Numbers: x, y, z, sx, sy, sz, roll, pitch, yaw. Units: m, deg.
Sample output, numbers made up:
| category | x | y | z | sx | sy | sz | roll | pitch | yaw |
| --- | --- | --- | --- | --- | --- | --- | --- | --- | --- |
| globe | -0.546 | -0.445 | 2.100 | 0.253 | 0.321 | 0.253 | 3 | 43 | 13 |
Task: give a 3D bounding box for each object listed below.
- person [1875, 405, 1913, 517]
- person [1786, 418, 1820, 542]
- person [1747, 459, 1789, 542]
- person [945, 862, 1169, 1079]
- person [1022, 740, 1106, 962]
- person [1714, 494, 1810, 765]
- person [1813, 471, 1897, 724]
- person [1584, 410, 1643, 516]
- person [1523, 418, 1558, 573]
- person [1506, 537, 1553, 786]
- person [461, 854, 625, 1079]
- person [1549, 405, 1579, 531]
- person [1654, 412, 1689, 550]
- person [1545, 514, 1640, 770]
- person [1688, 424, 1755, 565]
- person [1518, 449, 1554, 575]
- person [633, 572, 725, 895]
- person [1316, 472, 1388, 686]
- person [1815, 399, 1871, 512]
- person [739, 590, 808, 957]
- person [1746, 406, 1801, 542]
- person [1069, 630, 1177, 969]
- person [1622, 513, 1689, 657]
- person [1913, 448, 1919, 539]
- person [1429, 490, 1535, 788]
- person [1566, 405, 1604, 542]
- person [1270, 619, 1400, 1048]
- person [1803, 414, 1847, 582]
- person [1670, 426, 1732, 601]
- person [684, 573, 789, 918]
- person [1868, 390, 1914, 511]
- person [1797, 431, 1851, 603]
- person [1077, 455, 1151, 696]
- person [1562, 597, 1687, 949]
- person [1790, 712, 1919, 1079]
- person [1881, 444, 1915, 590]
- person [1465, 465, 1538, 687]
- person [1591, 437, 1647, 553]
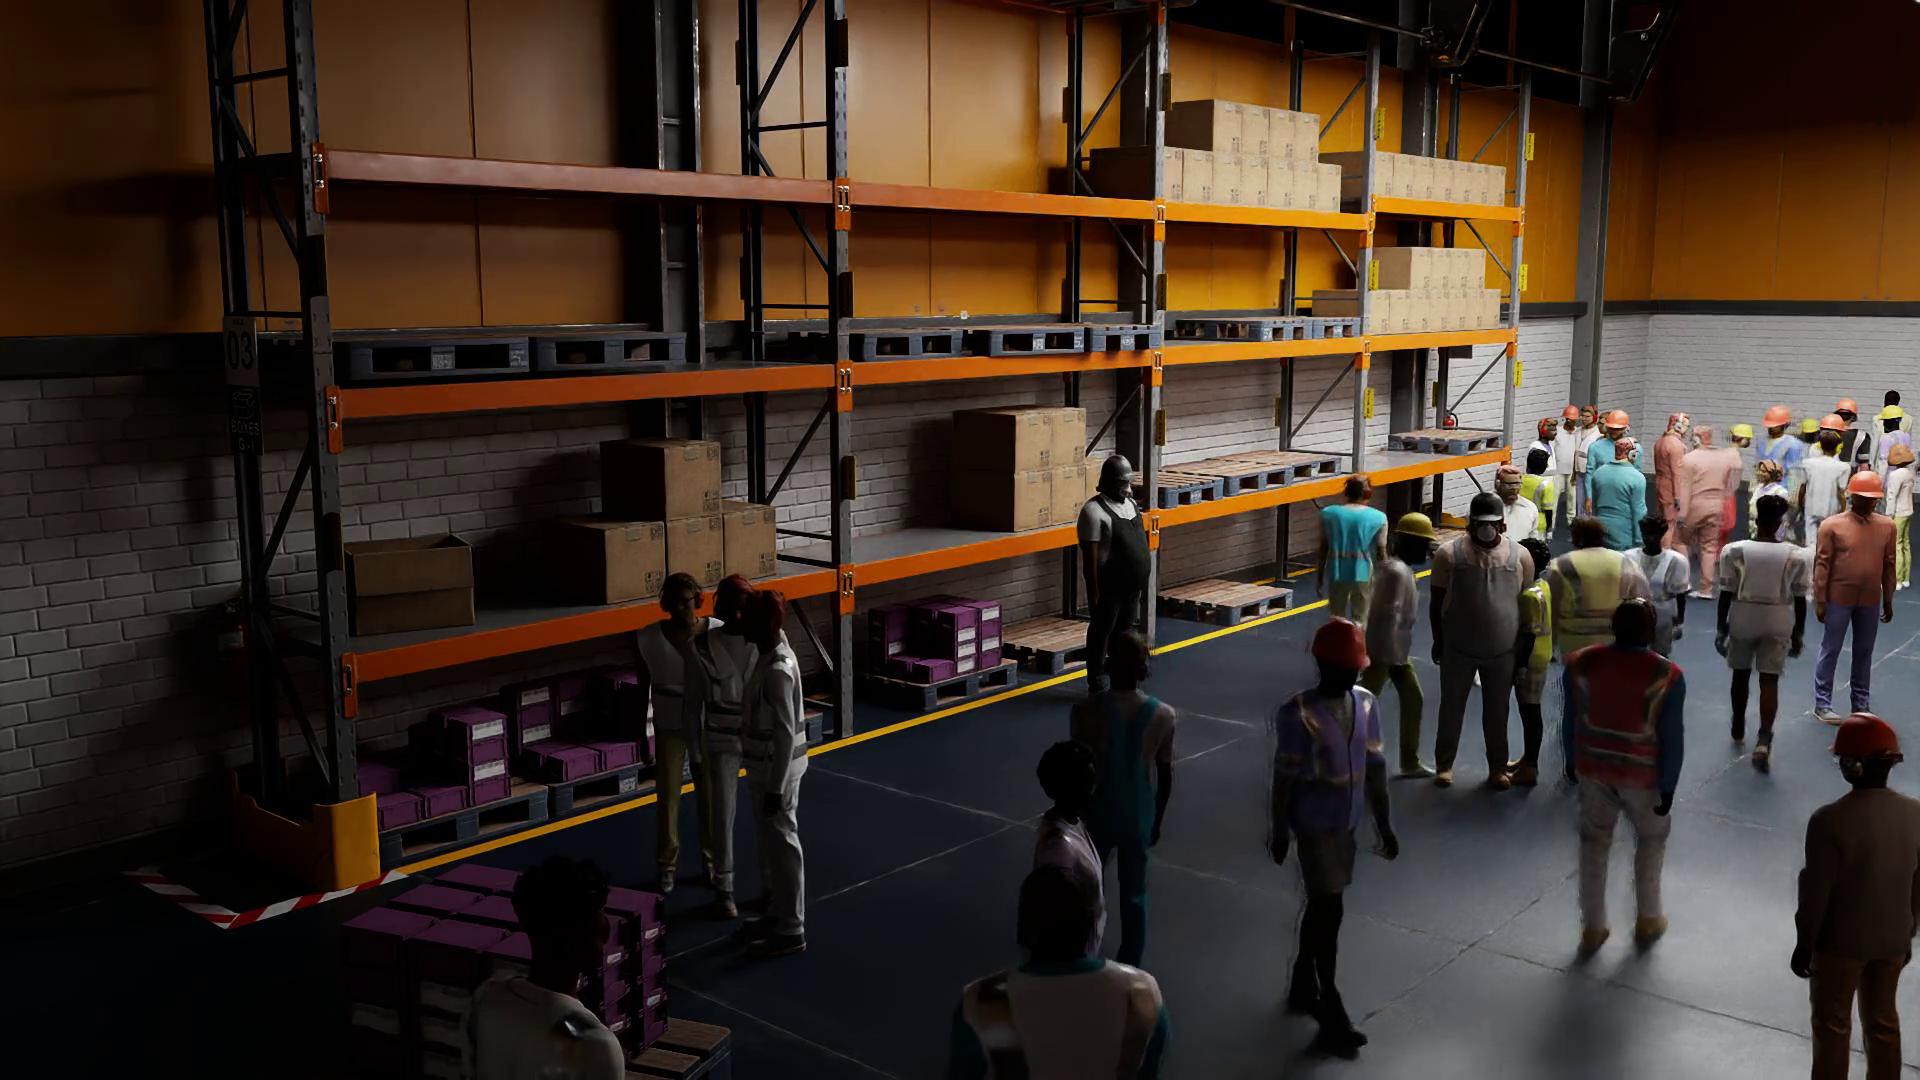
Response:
| category | x | y | z | sx | sy | sz | roll | pitch | yaw |
| --- | --- | --- | --- | --- | --- | --- | --- | --- | --- |
| person | 11.489 | -0.708 | 20.562 | 0.597 | 1.911 | 0.399 | -6 | 11 | -34 |
| person | 10.987 | -0.765 | 21.621 | 0.503 | 1.700 | 0.798 | 3 | 9 | 19 |
| person | 8.184 | -0.005 | 16.890 | 0.310 | 1.642 | 0.514 | -1 | 9 | -9 |
| person | 0.262 | 1.803 | 4.688 | 0.640 | 1.814 | 0.779 | -2 | 9 | -12 |
| person | 0.401 | 1.598 | 6.393 | 0.319 | 1.695 | 0.545 | 1 | 9 | 4 |
| person | 5.771 | 0.622 | 11.984 | 0.596 | 1.923 | 0.999 | 4 | 10 | 24 |
| person | 6.918 | 0.450 | 12.861 | 0.614 | 1.987 | 0.408 | 0 | 9 | 0 |
| person | 7.386 | -0.479 | 18.823 | 0.613 | 1.991 | 0.391 | 2 | 9 | 12 |
| person | 6.837 | -0.533 | 19.675 | 0.381 | 1.836 | 0.564 | 6 | 11 | 36 |
| person | 3.880 | 0.824 | 11.369 | 0.317 | 1.696 | 0.538 | 4 | 10 | 24 |
| person | -1.043 | 1.777 | 4.355 | 0.613 | 1.963 | 0.362 | 8 | 12 | 41 |
| person | 8.341 | -0.980 | 22.859 | 0.567 | 1.743 | 0.348 | 1 | 9 | 3 |
| person | 8.405 | -0.553 | 19.599 | 0.408 | 1.903 | 0.638 | 1 | 9 | 4 |
| person | 4.370 | 0.735 | 11.571 | 0.653 | 1.812 | 0.455 | 0 | 9 | -1 |
| person | 9.196 | -0.538 | 20.009 | 0.589 | 1.737 | 0.542 | 6 | 11 | 33 |
| person | 6.005 | -0.118 | 17.477 | 0.320 | 1.686 | 0.540 | -5 | 10 | -30 |
| person | -1.535 | 1.071 | 9.353 | 0.565 | 1.836 | 0.396 | -2 | 9 | -13 |
| person | 3.319 | 0.338 | 14.084 | 0.592 | 1.827 | 0.444 | 4 | 10 | 24 |
| person | 10.604 | -0.688 | 20.061 | 0.617 | 2.029 | 0.409 | 5 | 10 | 31 |
| person | -0.953 | 1.179 | 8.485 | 0.356 | 1.881 | 0.575 | -1 | 9 | -9 |
| person | 9.527 | -0.581 | 19.455 | 0.650 | 2.001 | 0.696 | -3 | 9 | -17 |
| person | 0.717 | 1.319 | 7.744 | 0.545 | 1.832 | 0.437 | -1 | 9 | -4 |
| person | 5.410 | 0.587 | 13.028 | 0.541 | 1.661 | 0.744 | 5 | 10 | 28 |
| person | 13.259 | -0.963 | 22.362 | 0.992 | 1.905 | 0.643 | -4 | 10 | -26 |
| person | 3.527 | 0.671 | 11.248 | 0.684 | 2.000 | 0.538 | 1 | 9 | 9 |
| person | 8.213 | -0.847 | 21.705 | 0.394 | 1.836 | 0.559 | -3 | 9 | -18 |
| person | 1.757 | 1.312 | 7.554 | 0.547 | 1.911 | 0.787 | -6 | 10 | -32 |
| person | 9.880 | -0.473 | 19.013 | 0.391 | 1.926 | 0.550 | 0 | 9 | 3 |
| person | 7.997 | -0.285 | 17.981 | 0.691 | 1.868 | 0.528 | -2 | 9 | -16 |
| person | -1.190 | 1.104 | 8.990 | 0.585 | 1.877 | 0.361 | -3 | 9 | -18 |
| person | 12.963 | -1.124 | 23.219 | 0.587 | 1.920 | 0.392 | -1 | 9 | -4 |
| person | 9.333 | -0.263 | 17.999 | 0.515 | 1.821 | 0.959 | 6 | 11 | 33 |
| person | 1.291 | 0.318 | 13.524 | 0.539 | 2.000 | 0.689 | 7 | 11 | 40 |
| person | 3.459 | 1.185 | 8.651 | 0.641 | 1.816 | 0.747 | 6 | 11 | 36 |
| person | 3.535 | 1.543 | 6.585 | 0.568 | 1.743 | 0.353 | -2 | 9 | -15 |
| person | 10.478 | -0.257 | 18.583 | 0.495 | 1.625 | 0.283 | -8 | 12 | -43 |
| person | 4.583 | 0.310 | 14.044 | 0.644 | 1.900 | 0.399 | -1 | 9 | -8 |
| person | 6.548 | -0.071 | 16.497 | 0.399 | 1.901 | 0.643 | -4 | 10 | -25 |
